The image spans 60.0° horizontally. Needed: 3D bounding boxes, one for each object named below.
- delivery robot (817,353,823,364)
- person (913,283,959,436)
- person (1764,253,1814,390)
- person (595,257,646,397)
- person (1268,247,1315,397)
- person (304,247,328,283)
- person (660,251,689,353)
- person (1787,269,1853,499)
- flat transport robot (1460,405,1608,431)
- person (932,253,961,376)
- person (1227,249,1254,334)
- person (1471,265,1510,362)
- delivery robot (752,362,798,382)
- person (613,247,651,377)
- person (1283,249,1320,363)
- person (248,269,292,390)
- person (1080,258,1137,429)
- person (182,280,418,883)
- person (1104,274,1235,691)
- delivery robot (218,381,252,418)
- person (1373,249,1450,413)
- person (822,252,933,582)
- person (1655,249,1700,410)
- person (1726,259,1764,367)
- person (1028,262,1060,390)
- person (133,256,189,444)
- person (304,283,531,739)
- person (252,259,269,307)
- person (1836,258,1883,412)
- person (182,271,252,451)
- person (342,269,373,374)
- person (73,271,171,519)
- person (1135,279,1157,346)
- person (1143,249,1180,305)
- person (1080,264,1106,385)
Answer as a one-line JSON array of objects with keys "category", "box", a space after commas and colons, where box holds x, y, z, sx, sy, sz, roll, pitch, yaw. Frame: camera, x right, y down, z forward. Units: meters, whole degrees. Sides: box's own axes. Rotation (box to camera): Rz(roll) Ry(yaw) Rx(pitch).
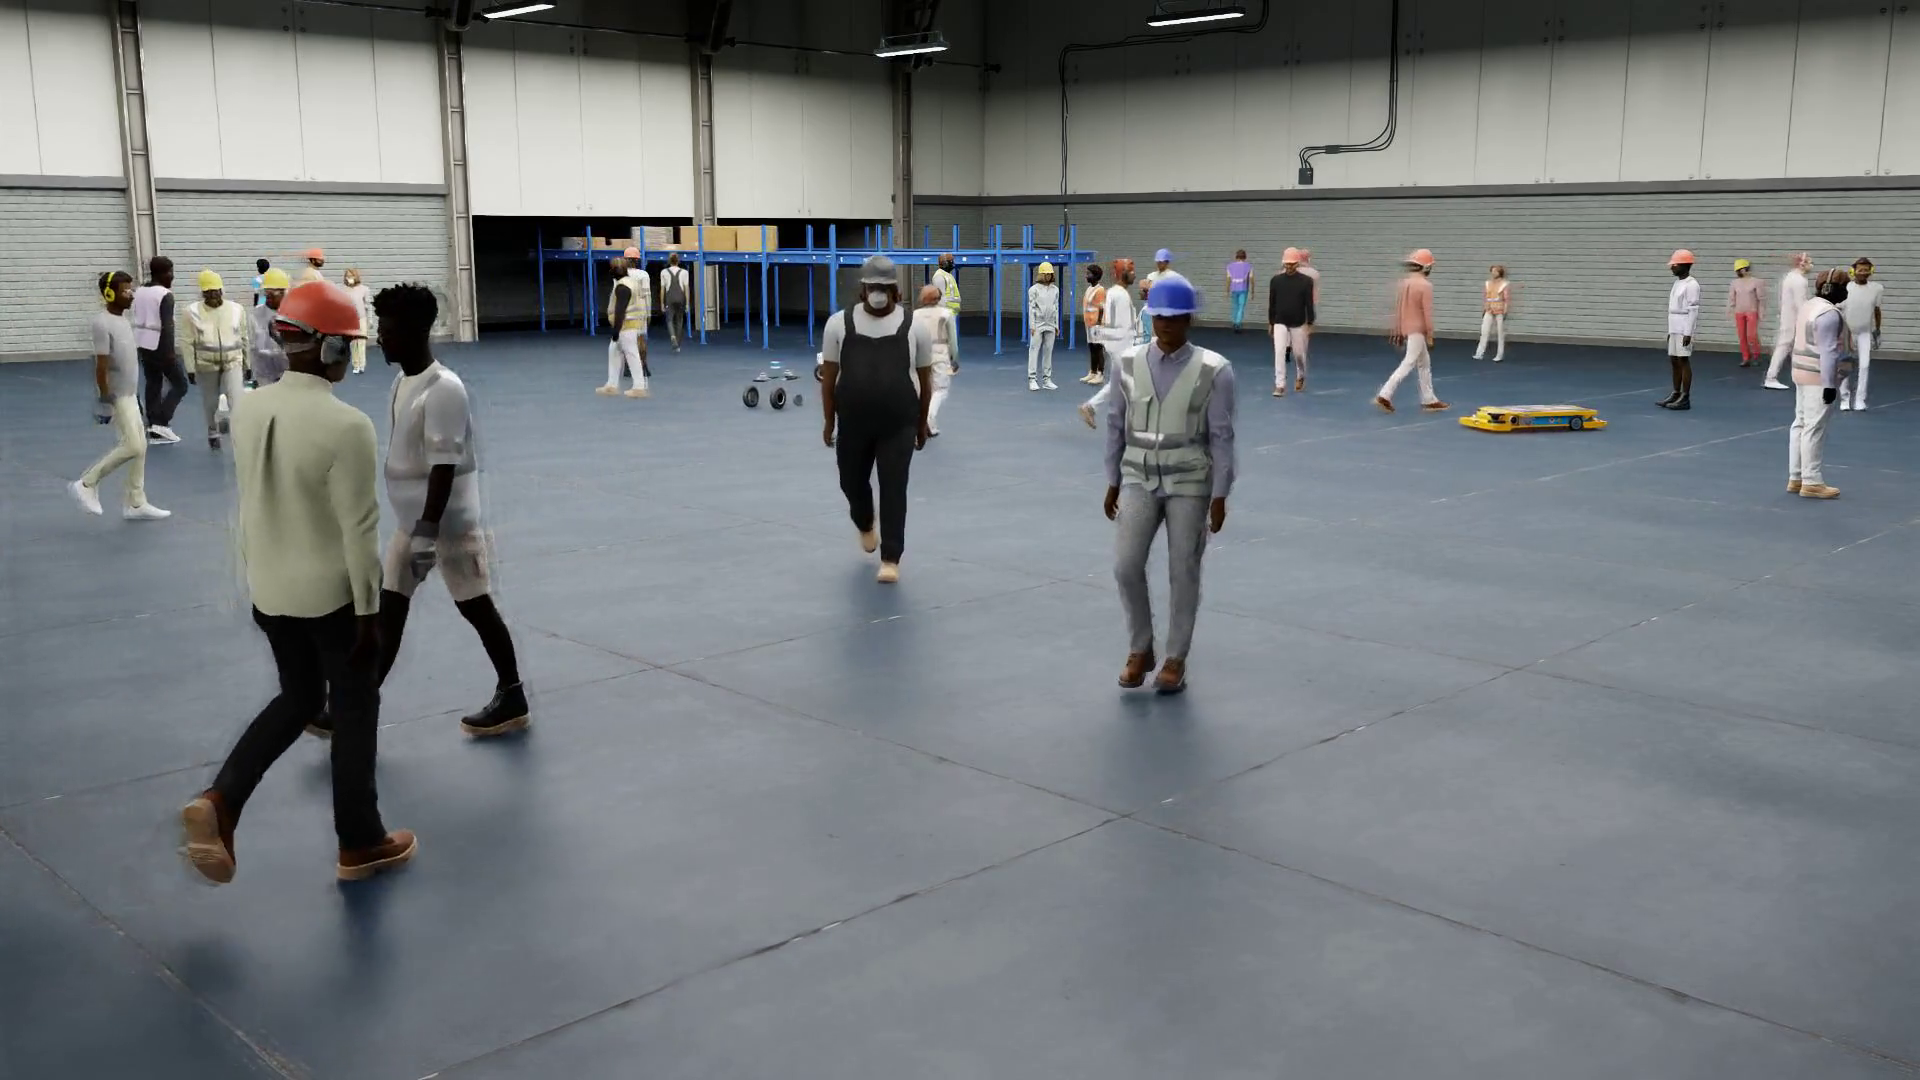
[{"category": "delivery robot", "box": [-1.709, -2.619, 24.225, 0.707, 0.478, 0.477, 2, 11, 12]}, {"category": "person", "box": [-0.305, -1.864, 17.340, 0.523, 1.614, 0.634, 4, 11, 23]}, {"category": "person", "box": [11.592, -2.992, 22.829, 0.958, 1.863, 0.671, 4, 11, 20]}, {"category": "person", "box": [-4.508, -2.777, 21.780, 0.798, 1.811, 0.660, -1, 10, -7]}, {"category": "person", "box": [4.433, -2.923, 22.212, 0.621, 1.961, 0.864, 4, 11, 23]}, {"category": "person", "box": [-10.244, -3.722, 26.648, 0.488, 1.921, 0.554, 0, 10, 1]}, {"category": "person", "box": [-5.129, -4.280, 29.977, 0.502, 1.828, 0.634, -2, 11, -13]}, {"category": "person", "box": [7.030, -1.285, 13.591, 0.430, 1.841, 0.624, 2, 11, 11]}, {"category": "flat transport robot", "box": [6.339, -1.356, 18.369, 1.431, 0.197, 0.652, -3, 11, -15]}, {"category": "person", "box": [-0.201, -3.420, 25.211, 0.429, 1.846, 0.633, 2, 11, 10]}, {"category": "person", "box": [6.056, -5.385, 36.017, 0.574, 1.819, 0.869, 5, 11, 24]}, {"category": "person", "box": [8.888, -3.782, 27.795, 0.758, 1.606, 0.541, -9, 13, -39]}, {"category": "delivery robot", "box": [-2.302, -2.101, 20.691, 0.335, 0.223, 0.698, 6, 12, 30]}, {"category": "person", "box": [-4.915, -3.429, 25.014, 0.551, 1.932, 0.367, -1, 10, -3]}, {"category": "person", "box": [5.572, -3.824, 27.313, 0.658, 1.885, 0.760, 4, 11, 20]}, {"category": "person", "box": [-5.928, -1.438, 14.470, 0.620, 1.815, 0.610, 0, 10, 0]}, {"category": "person", "box": [1.661, -2.022, 17.518, 0.668, 1.868, 0.600, -1, 10, -6]}, {"category": "person", "box": [-2.118, 0.172, 5.284, 0.637, 1.968, 0.712, 5, 12, 27]}, {"category": "person", "box": [0.937, -0.242, 7.633, 0.642, 1.929, 0.538, 4, 11, 23]}, {"category": "delivery robot", "box": [-7.622, -1.467, 17.926, 0.707, 0.478, 0.477, -1, 10, -8]}, {"category": "person", "box": [5.411, -2.490, 19.866, 1.003, 1.957, 0.629, -2, 11, -11]}, {"category": "person", "box": [-0.514, -0.788, 10.438, 0.690, 2.000, 0.824, 1, 10, 4]}, {"category": "person", "box": [8.785, -2.572, 20.338, 0.375, 1.935, 0.551, 0, 10, 1]}, {"category": "person", "box": [12.671, -3.662, 26.846, 0.476, 1.723, 0.539, -8, 13, -38]}, {"category": "person", "box": [1.167, -2.947, 22.906, 0.485, 1.744, 0.308, -6, 12, -30]}, {"category": "person", "box": [-8.136, -1.922, 16.887, 0.608, 1.897, 0.449, 6, 12, 28]}, {"category": "person", "box": [-2.251, -0.088, 6.843, 0.988, 1.909, 0.630, -8, 13, -37]}, {"category": "person", "box": [-12.259, -4.110, 29.377, 0.317, 1.695, 0.540, 5, 12, 27]}, {"category": "person", "box": [10.760, -2.447, 19.932, 0.574, 1.832, 0.870, 4, 11, 20]}, {"category": "person", "box": [-7.216, -1.724, 16.174, 0.610, 1.773, 0.942, -6, 12, -29]}, {"category": "person", "box": [-9.231, -3.316, 25.330, 0.513, 1.593, 0.839, -2, 11, -12]}, {"category": "person", "box": [-6.275, -1.068, 12.378, 0.530, 1.857, 0.514, -2, 11, -8]}, {"category": "person", "box": [2.049, -2.005, 18.051, 0.309, 1.641, 0.514, 3, 11, 16]}, {"category": "person", "box": [3.088, -3.455, 25.222, 0.617, 1.911, 0.977, 9, 14, 41]}, {"category": "person", "box": [1.913, -3.075, 23.729, 0.321, 1.697, 0.530, -3, 11, -15]}]
